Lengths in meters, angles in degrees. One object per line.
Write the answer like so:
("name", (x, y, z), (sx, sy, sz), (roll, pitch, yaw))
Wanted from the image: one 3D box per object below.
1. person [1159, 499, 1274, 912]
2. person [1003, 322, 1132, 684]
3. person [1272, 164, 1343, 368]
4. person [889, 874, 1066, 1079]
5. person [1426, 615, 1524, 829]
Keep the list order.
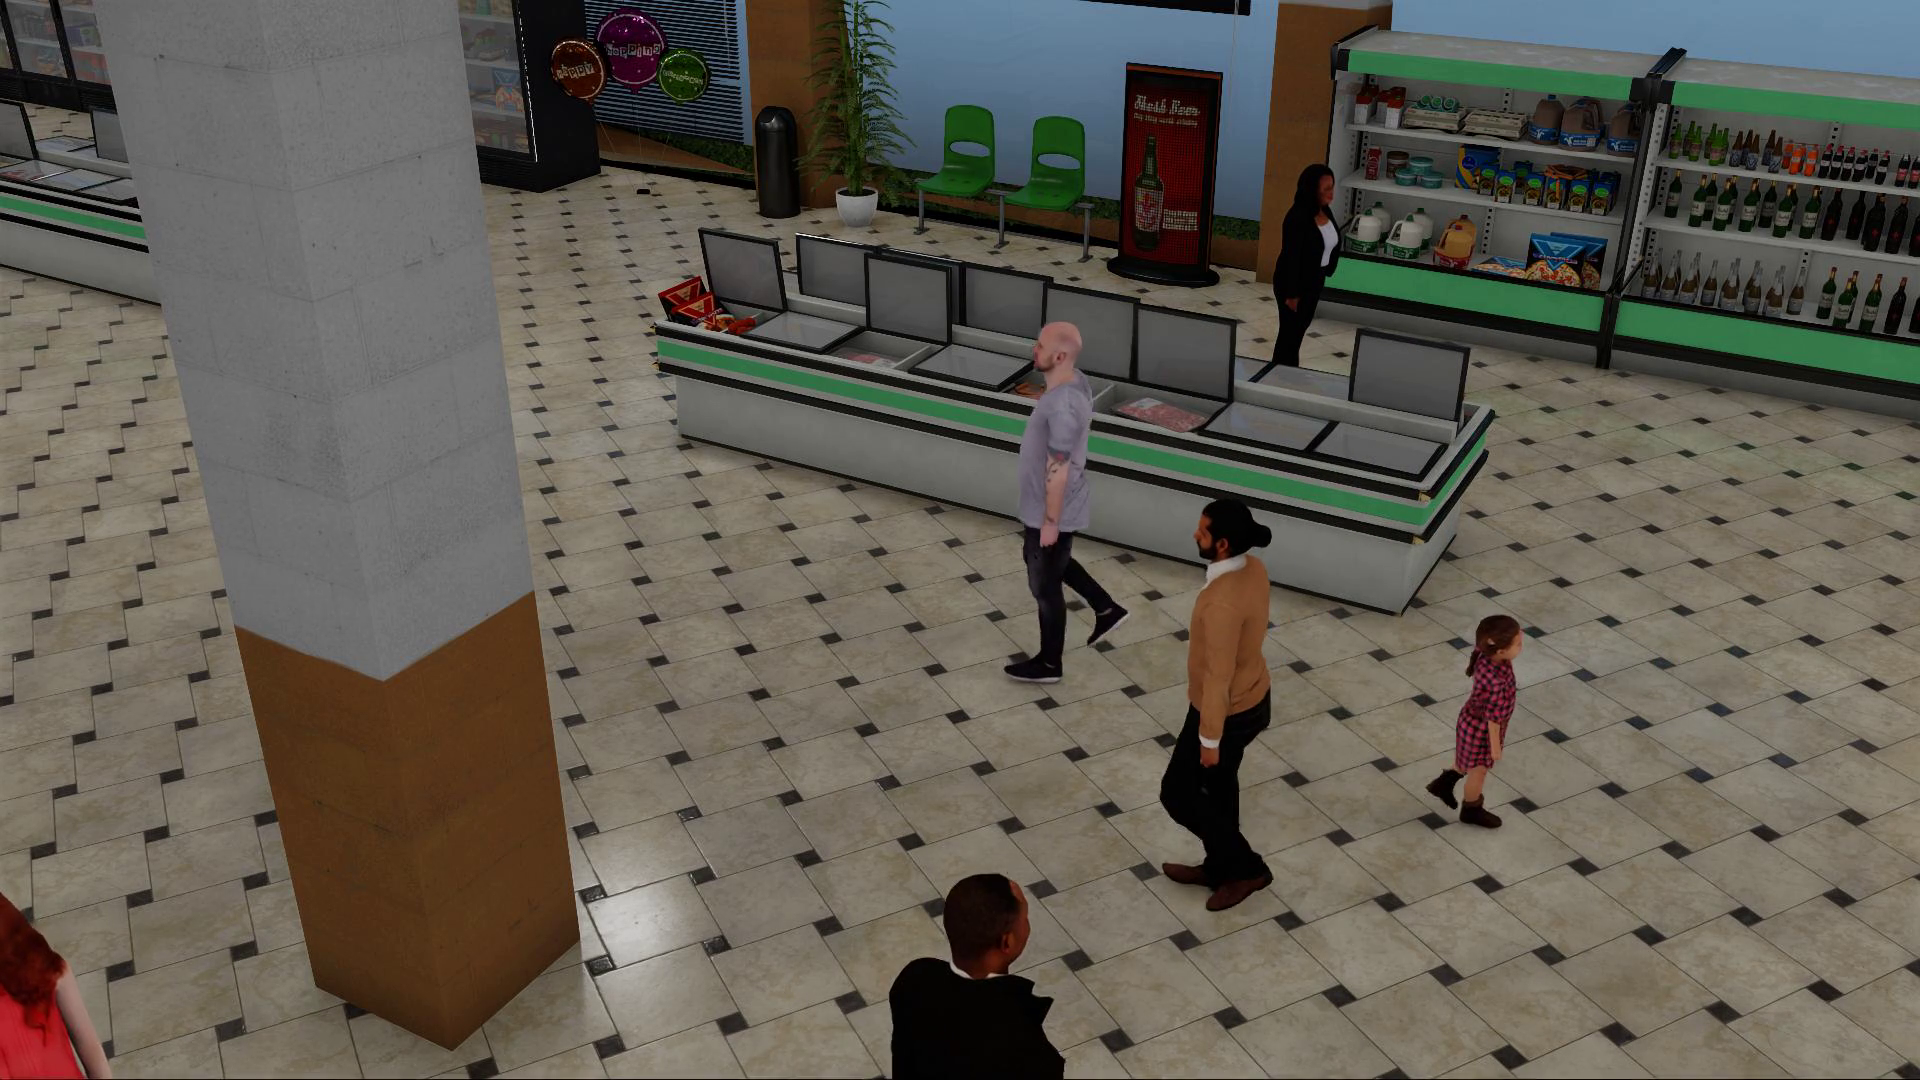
("person", (1.083, 0.664, 6.328), (0.730, 1.740, 0.712), (11, 29, 20))
("person", (0.541, -0.151, 7.844), (0.983, 1.823, 0.877), (2, 27, 3))
("person", (2.284, -1.731, 11.190), (0.606, 1.613, 0.627), (15, 31, 27))
("person", (-0.013, 1.700, 4.144), (1.116, 1.867, 1.304), (-18, 32, -31))
("person", (2.145, 0.758, 6.945), (0.599, 1.014, 0.506), (5, 27, 10))
